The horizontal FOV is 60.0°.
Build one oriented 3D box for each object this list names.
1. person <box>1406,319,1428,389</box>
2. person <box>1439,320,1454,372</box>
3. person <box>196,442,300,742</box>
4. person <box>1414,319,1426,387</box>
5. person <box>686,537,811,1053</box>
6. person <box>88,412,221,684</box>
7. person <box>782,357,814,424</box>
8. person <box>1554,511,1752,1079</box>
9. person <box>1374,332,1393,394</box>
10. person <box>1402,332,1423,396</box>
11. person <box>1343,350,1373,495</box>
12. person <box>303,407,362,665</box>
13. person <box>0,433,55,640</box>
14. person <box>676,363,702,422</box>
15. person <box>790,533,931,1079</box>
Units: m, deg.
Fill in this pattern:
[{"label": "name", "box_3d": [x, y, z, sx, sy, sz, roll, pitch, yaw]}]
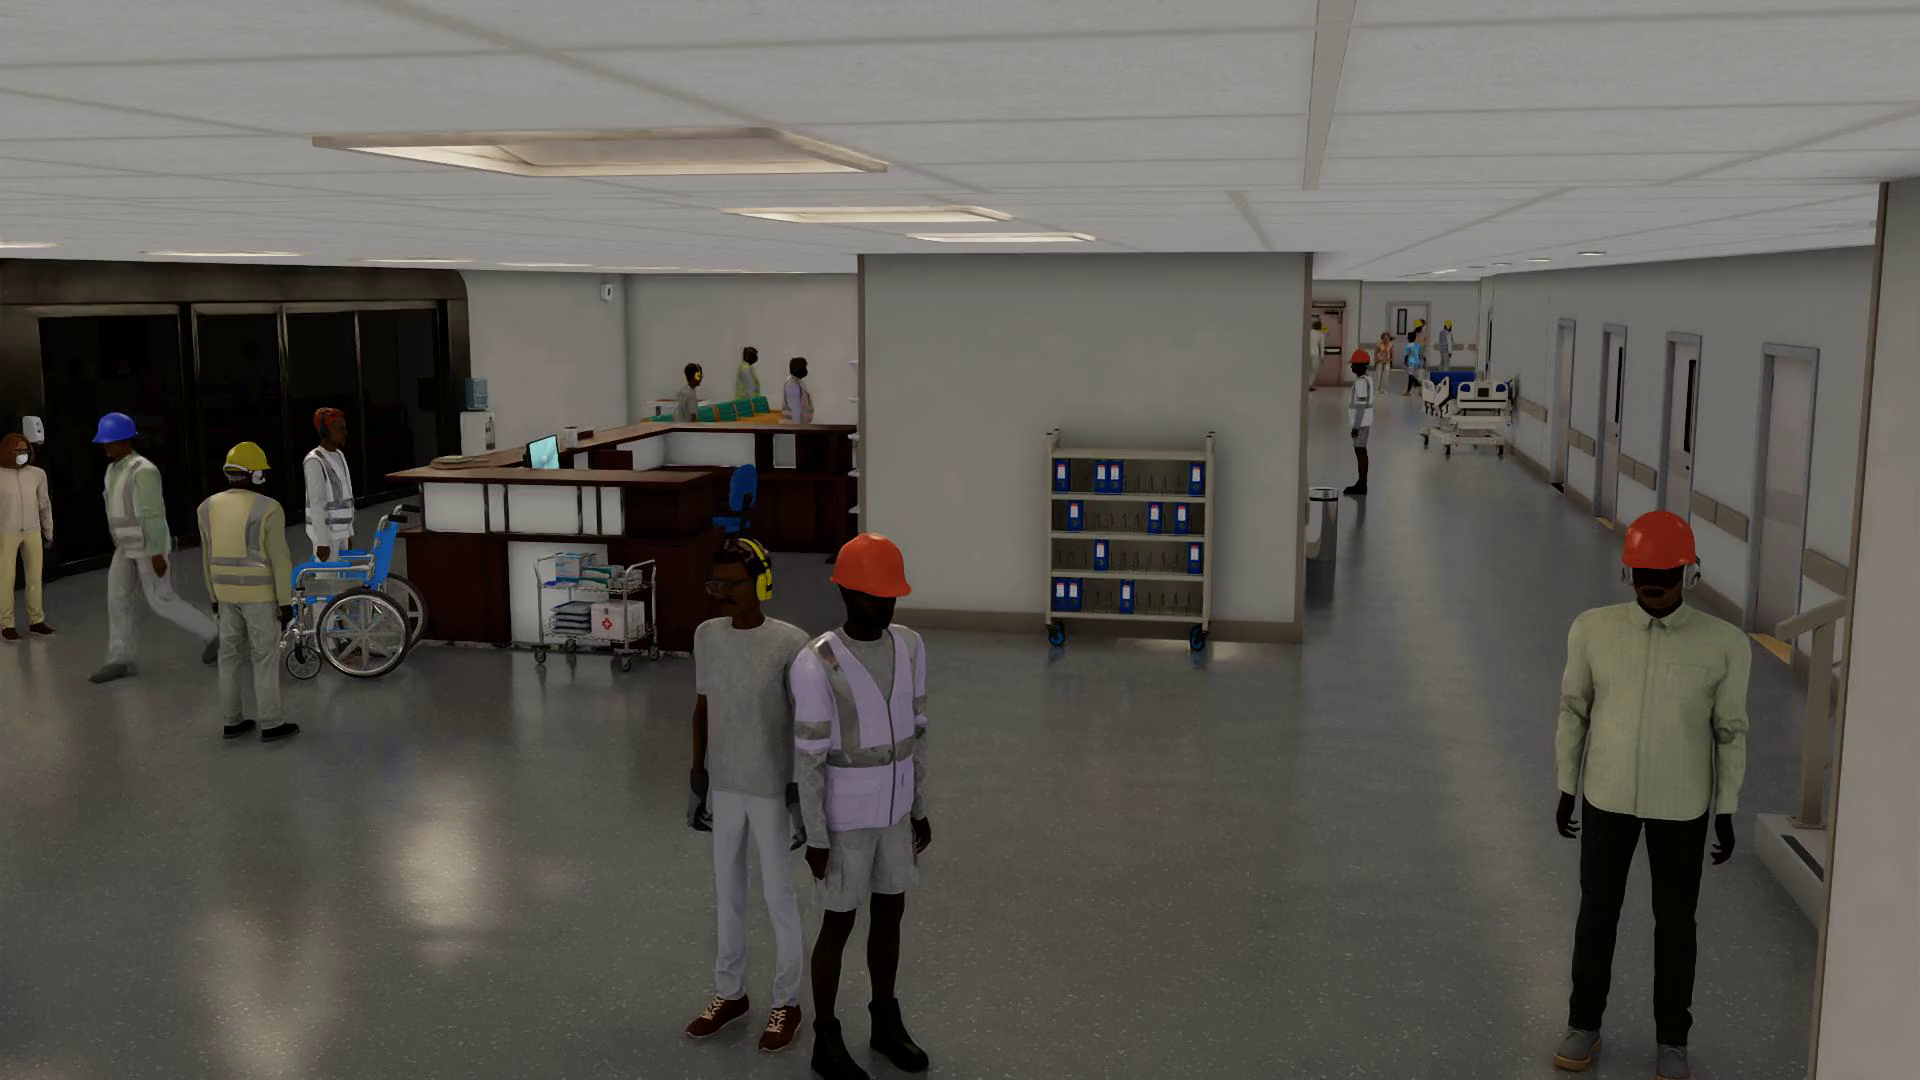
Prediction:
[{"label": "person", "box_3d": [12.551, -5.090, 45.663, 0.584, 1.918, 0.376, 8, 12, 43]}, {"label": "person", "box_3d": [14.437, -5.603, 49.349, 0.404, 1.830, 0.600, -2, 9, -13]}, {"label": "person", "box_3d": [-4.309, 0.317, 10.109, 0.595, 1.825, 0.404, 2, 9, 15]}, {"label": "person", "box_3d": [12.861, -5.238, 46.640, 0.380, 1.927, 0.637, 4, 9, 23]}, {"label": "person", "box_3d": [-0.763, 0.909, 6.014, 0.532, 1.869, 0.311, 4, 9, 24]}, {"label": "person", "box_3d": [-5.718, 0.030, 11.765, 0.650, 1.906, 0.875, 7, 11, 38]}, {"label": "person", "box_3d": [-2.180, -1.543, 22.390, 0.429, 1.839, 0.633, -1, 9, -6]}, {"label": "person", "box_3d": [2.372, 0.886, 5.756, 0.614, 1.994, 0.381, 4, 10, 27]}, {"label": "person", "box_3d": [11.104, -4.636, 43.611, 0.539, 1.632, 0.450, -1, 9, -8]}, {"label": "person", "box_3d": [11.654, -4.503, 42.605, 0.538, 1.672, 0.774, -6, 10, -33]}, {"label": "person", "box_3d": [5.337, -1.572, 22.261, 0.357, 1.938, 0.542, 3, 9, 21]}, {"label": "person", "box_3d": [-4.611, -0.032, 12.211, 0.337, 1.882, 0.584, -1, 9, -4]}, {"label": "person", "box_3d": [-7.390, -0.032, 13.081, 0.285, 1.627, 0.504, 6, 10, 34]}, {"label": "person", "box_3d": [-3.219, -1.229, 20.295, 0.625, 1.841, 0.643, -2, 9, -16]}, {"label": "person", "box_3d": [-0.312, 0.928, 5.718, 0.539, 1.929, 0.384, -8, 12, -43]}]
